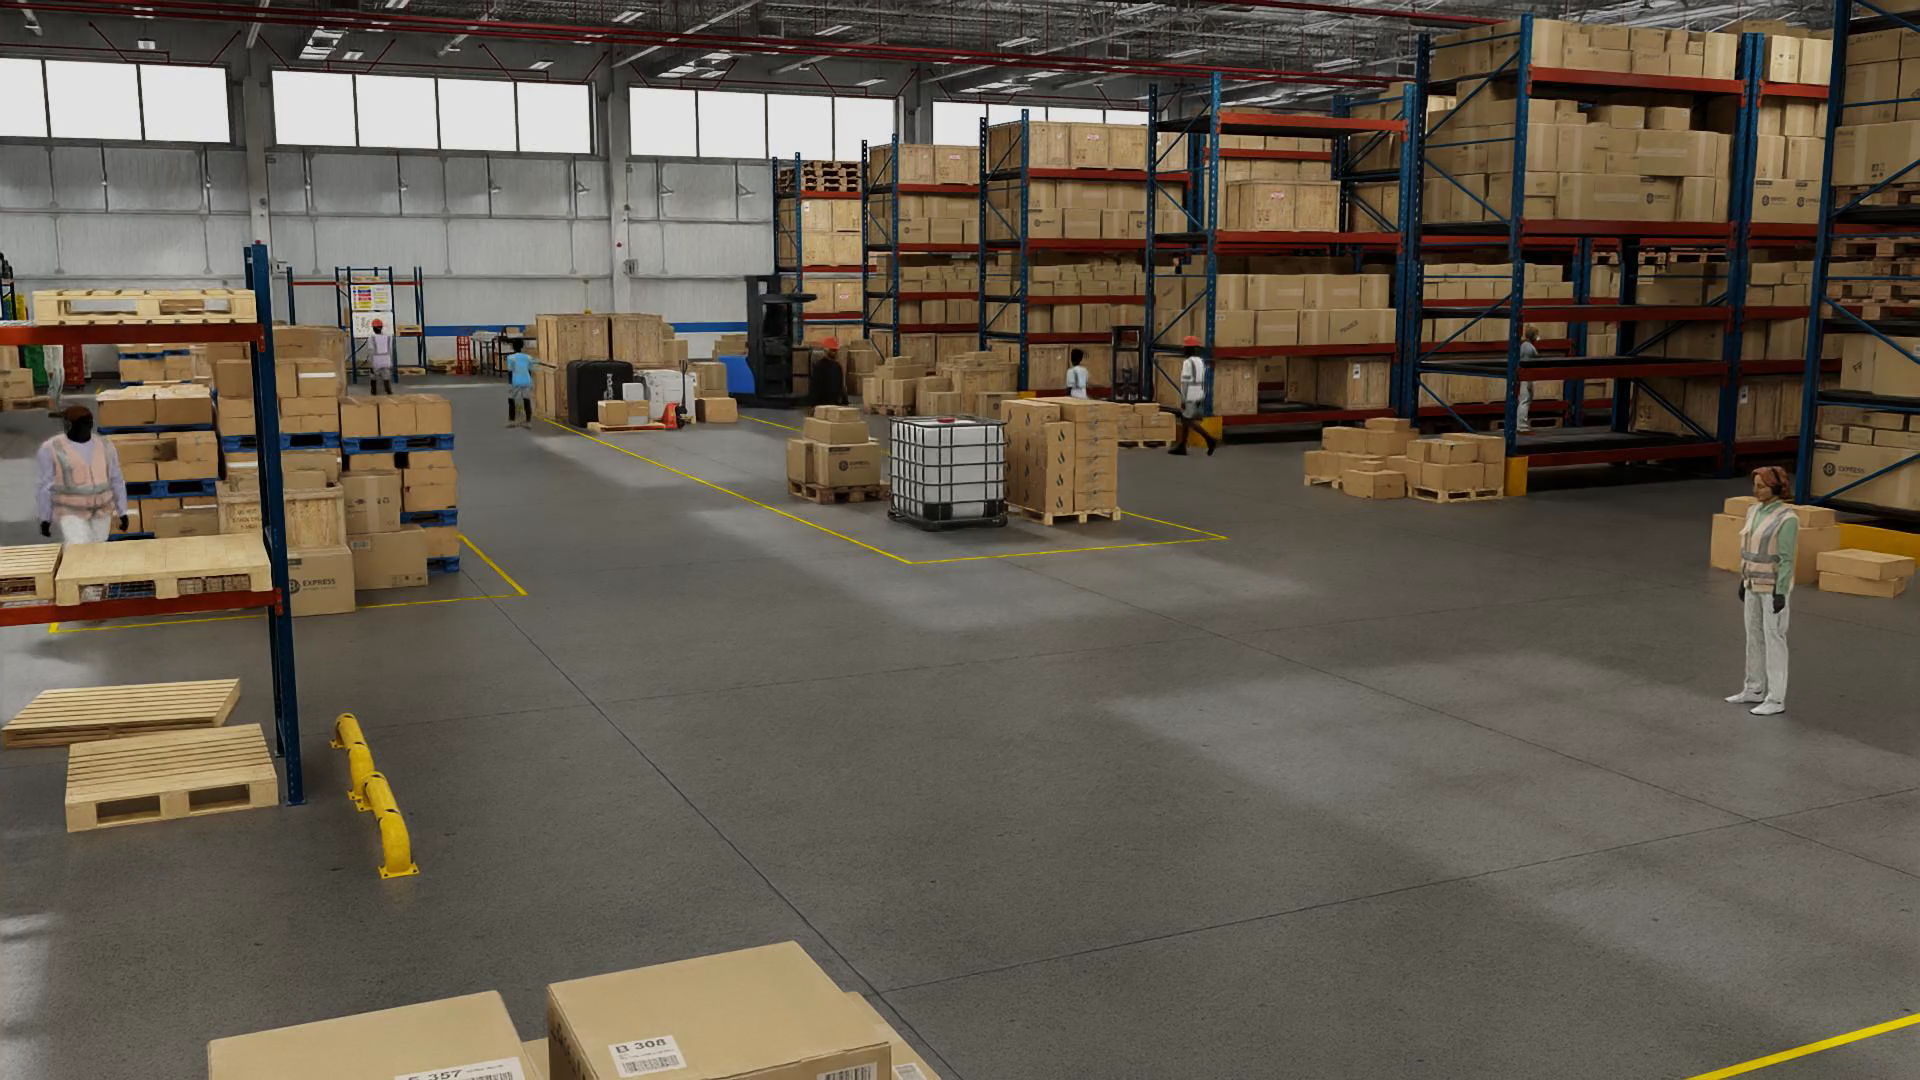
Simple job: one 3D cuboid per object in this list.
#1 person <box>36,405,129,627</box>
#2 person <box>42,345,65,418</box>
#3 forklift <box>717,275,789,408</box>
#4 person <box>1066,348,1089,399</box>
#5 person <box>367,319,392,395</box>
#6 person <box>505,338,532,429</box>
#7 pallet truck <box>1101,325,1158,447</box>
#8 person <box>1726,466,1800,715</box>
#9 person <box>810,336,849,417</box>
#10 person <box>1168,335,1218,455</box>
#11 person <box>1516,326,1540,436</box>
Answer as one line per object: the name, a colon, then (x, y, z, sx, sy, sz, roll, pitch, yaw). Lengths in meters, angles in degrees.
person: (-7.129, -0.199, 13.651, 0.931, 1.797, 0.632, 7, 11, 36)
person: (-18.009, -3.392, 33.091, 0.369, 1.932, 0.633, -2, 9, -10)
forklift: (-4.217, -4.290, 35.700, 1.873, 2.768, 1.129, 5, 10, 29)
person: (1.937, -2.246, 26.766, 0.655, 1.670, 0.552, 7, 11, 37)
person: (-12.297, -3.716, 35.175, 0.550, 1.907, 0.842, -7, 12, -39)
person: (-8.159, -2.883, 30.709, 0.549, 1.676, 0.678, -9, 13, -44)
pallet truck: (2.881, -2.596, 27.923, 0.823, 1.965, 1.885, -1, 9, -7)
person: (5.299, 0.326, 10.932, 0.311, 1.632, 0.517, -1, 9, -4)
person: (-1.779, -1.920, 23.815, 0.913, 1.957, 0.634, 6, 11, 31)
person: (3.680, -2.256, 26.085, 0.797, 1.914, 0.551, 5, 11, 30)
person: (10.019, -2.793, 29.326, 0.359, 1.938, 0.635, 2, 9, 13)
